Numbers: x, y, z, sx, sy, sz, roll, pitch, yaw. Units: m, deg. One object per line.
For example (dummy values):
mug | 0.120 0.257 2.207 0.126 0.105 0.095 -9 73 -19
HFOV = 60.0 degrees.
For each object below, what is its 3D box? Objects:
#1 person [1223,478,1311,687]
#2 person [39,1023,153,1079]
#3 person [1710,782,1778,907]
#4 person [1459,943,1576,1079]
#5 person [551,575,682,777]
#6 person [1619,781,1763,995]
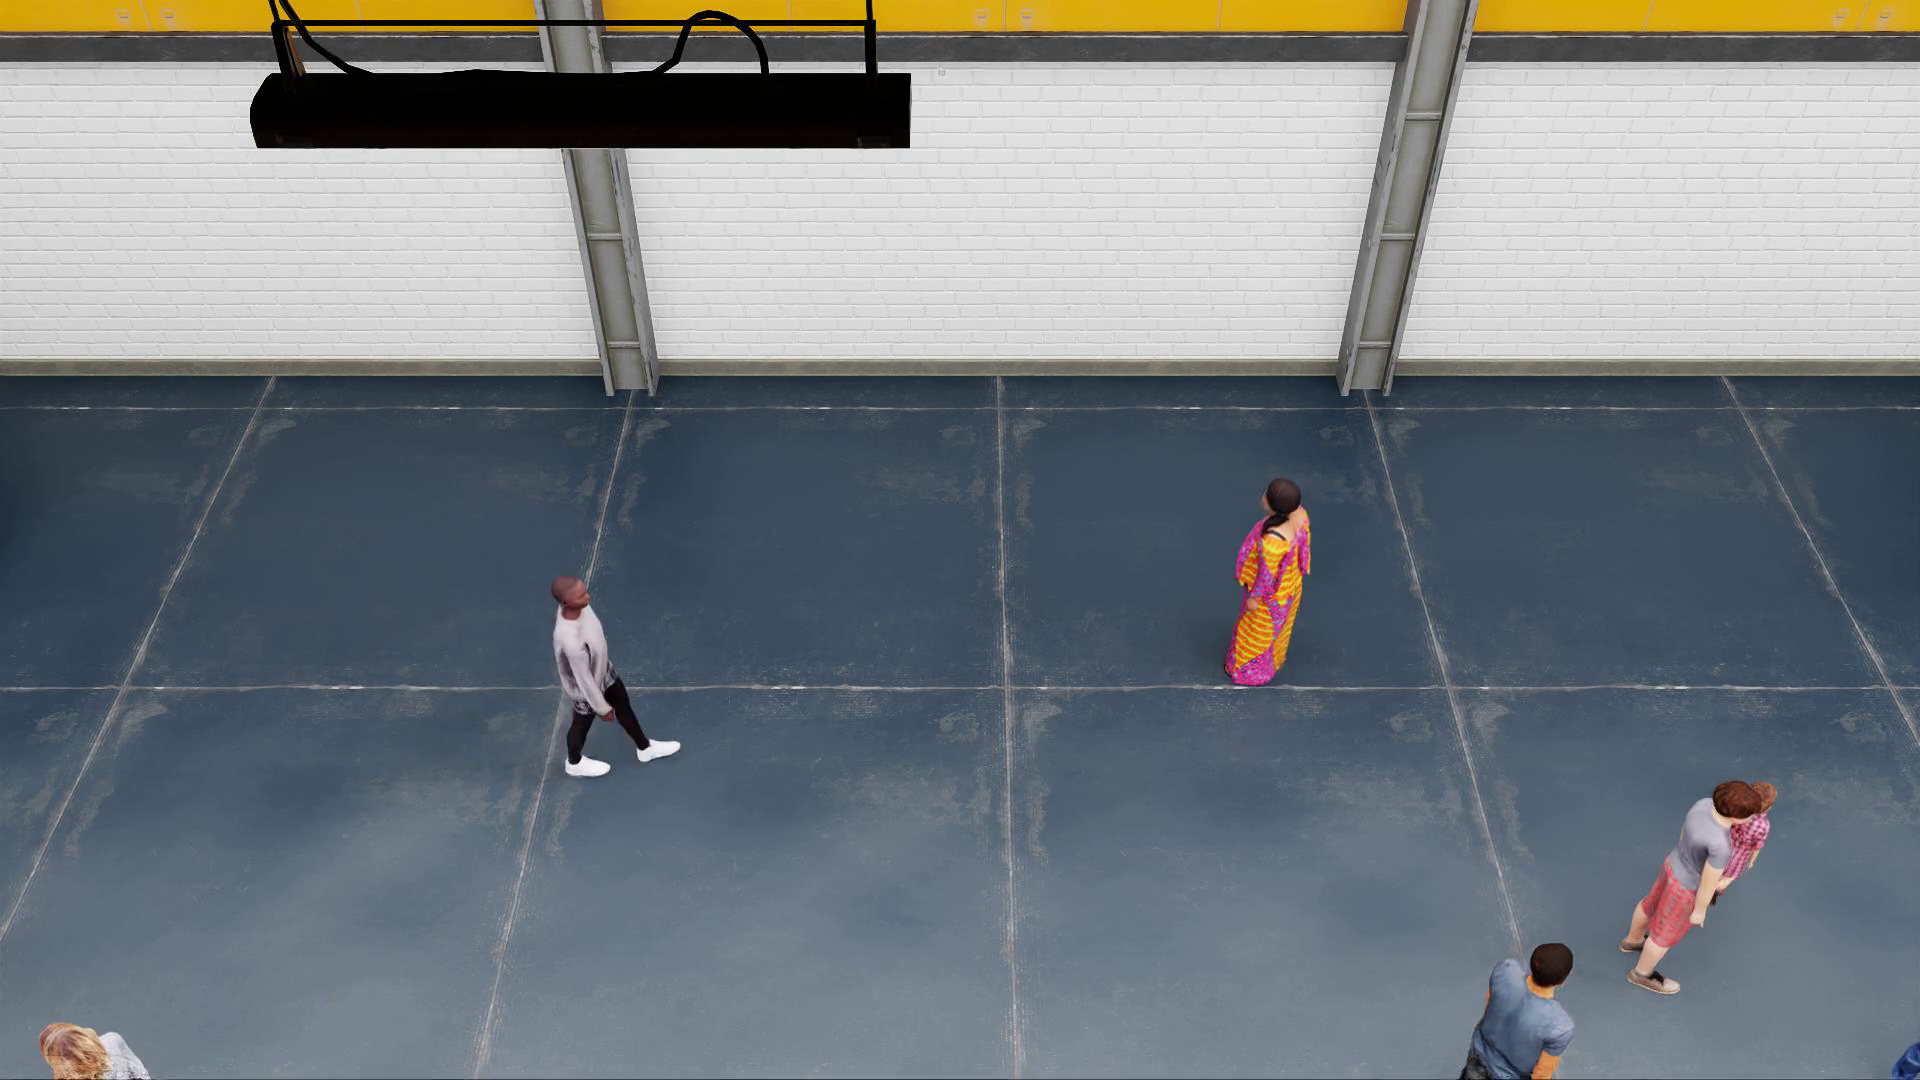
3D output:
person | 2.016 0.248 10.861 0.818 1.676 0.789 20 47 20
person | -3.948 2.886 8.041 1.254 1.746 0.854 11 45 12
person | 4.504 1.789 9.720 0.606 1.017 0.542 -27 50 -26
person | 2.672 2.611 8.294 0.883 1.795 0.825 -28 50 -26
person | -2.369 0.863 10.164 0.967 1.747 0.671 -2 44 -2
person | 4.004 1.874 9.174 0.535 1.648 0.614 4 44 4
